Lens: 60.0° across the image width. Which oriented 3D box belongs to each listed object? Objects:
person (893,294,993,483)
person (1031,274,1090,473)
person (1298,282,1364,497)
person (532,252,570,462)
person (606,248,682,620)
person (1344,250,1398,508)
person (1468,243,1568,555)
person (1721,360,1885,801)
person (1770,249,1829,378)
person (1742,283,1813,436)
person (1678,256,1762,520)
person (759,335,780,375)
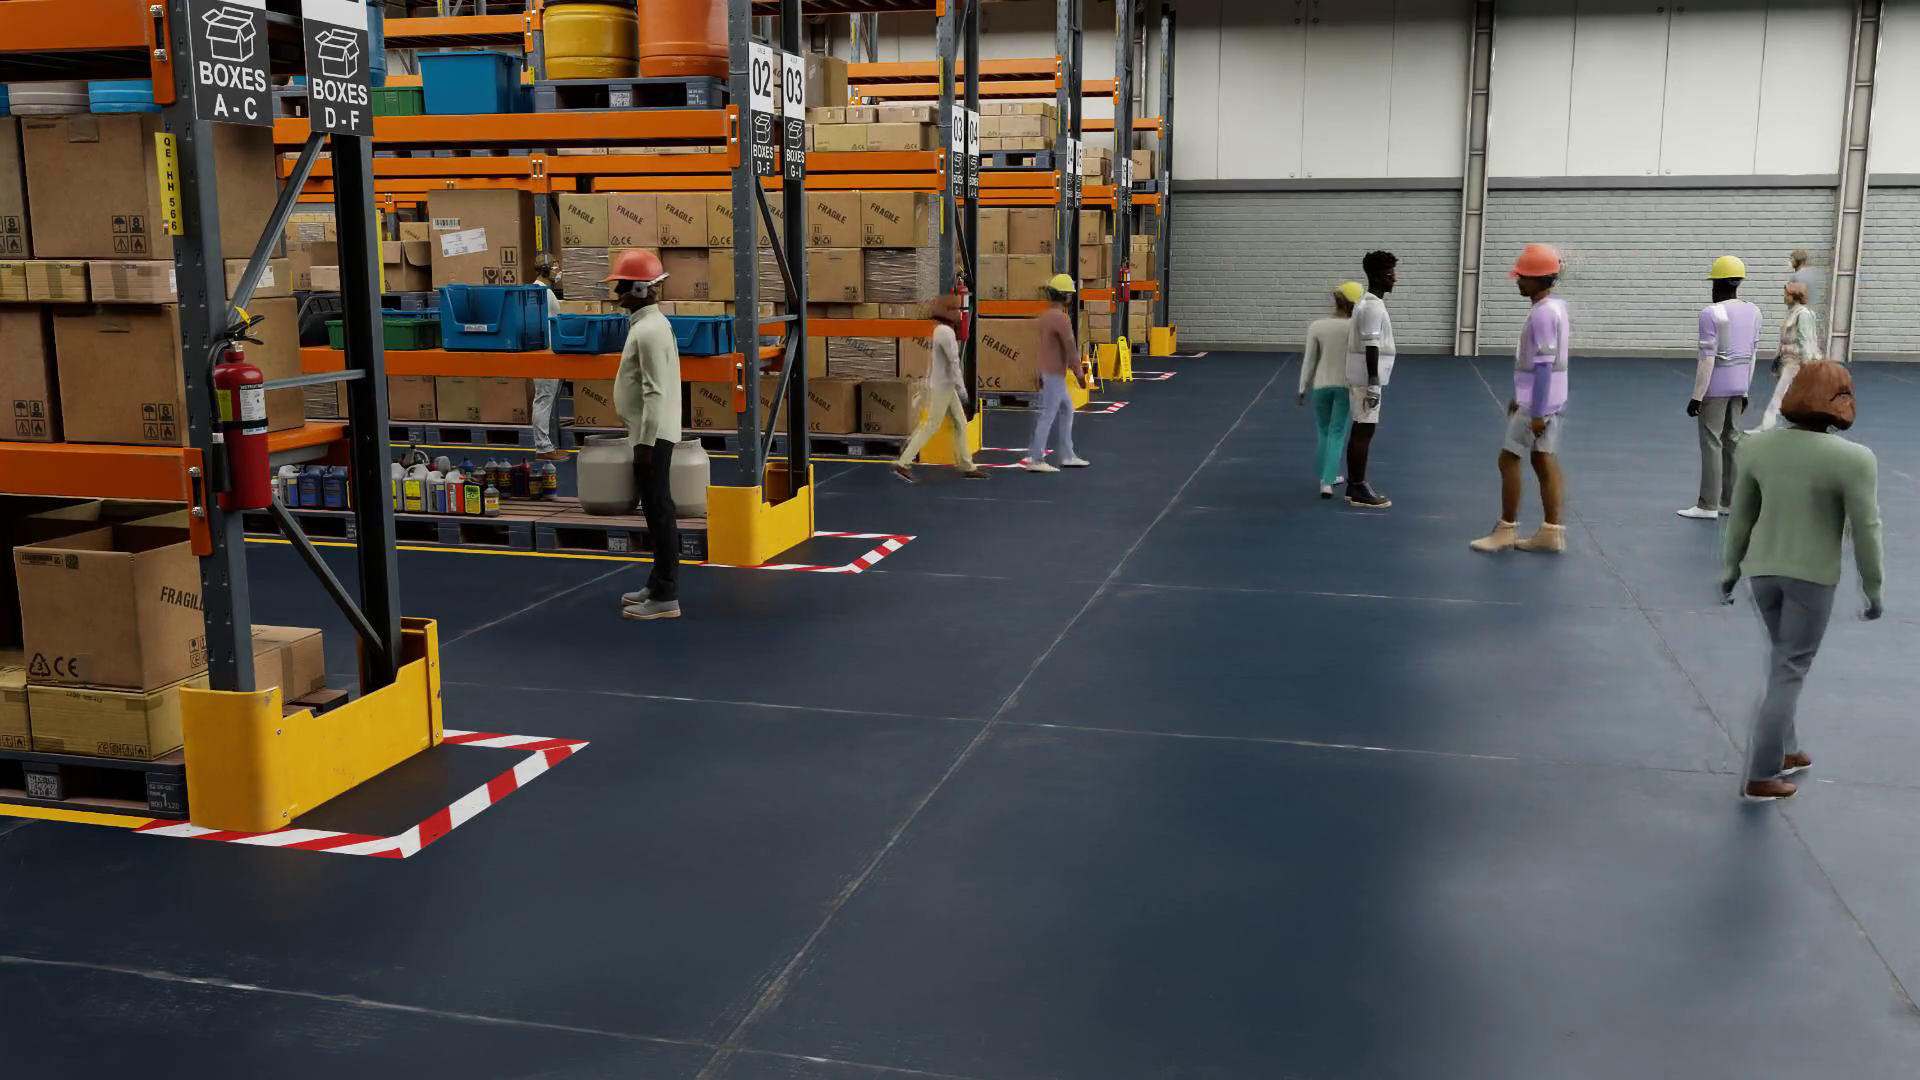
[{"bbox_3d":[-0.168,-1.276,14.042,0.848,1.593,0.507,-1,10,-6],"label":"person"},{"bbox_3d":[0.936,-1.455,14.645,0.725,1.741,0.525,-2,10,-12],"label":"person"},{"bbox_3d":[3.019,-1.213,13.388,0.557,1.707,0.842,6,12,28],"label":"person"},{"bbox_3d":[-3.832,-1.682,15.373,0.363,1.934,0.626,-3,11,-15],"label":"person"},{"bbox_3d":[-1.695,-0.569,9.014,0.378,1.996,0.610,-2,10,-9],"label":"person"},{"bbox_3d":[3.161,-1.242,12.825,0.371,1.966,0.608,1,10,7],"label":"person"},{"bbox_3d":[3.695,-0.901,10.799,0.586,2.014,0.715,5,11,26],"label":"person"},{"bbox_3d":[3.136,0.145,6.130,0.683,1.609,0.530,-6,12,-30],"label":"person"},{"bbox_3d":[12.354,-3.296,24.366,0.670,1.922,0.624,6,12,30],"label":"person"},{"bbox_3d":[8.406,-1.805,16.949,0.808,1.600,0.538,3,11,14],"label":"person"},{"bbox_3d":[5.568,-1.109,12.193,0.594,1.925,0.369,-6,12,-28],"label":"person"},{"bbox_3d":[-2.267,-2.245,18.749,0.404,1.834,0.591,9,14,41],"label":"person"}]
